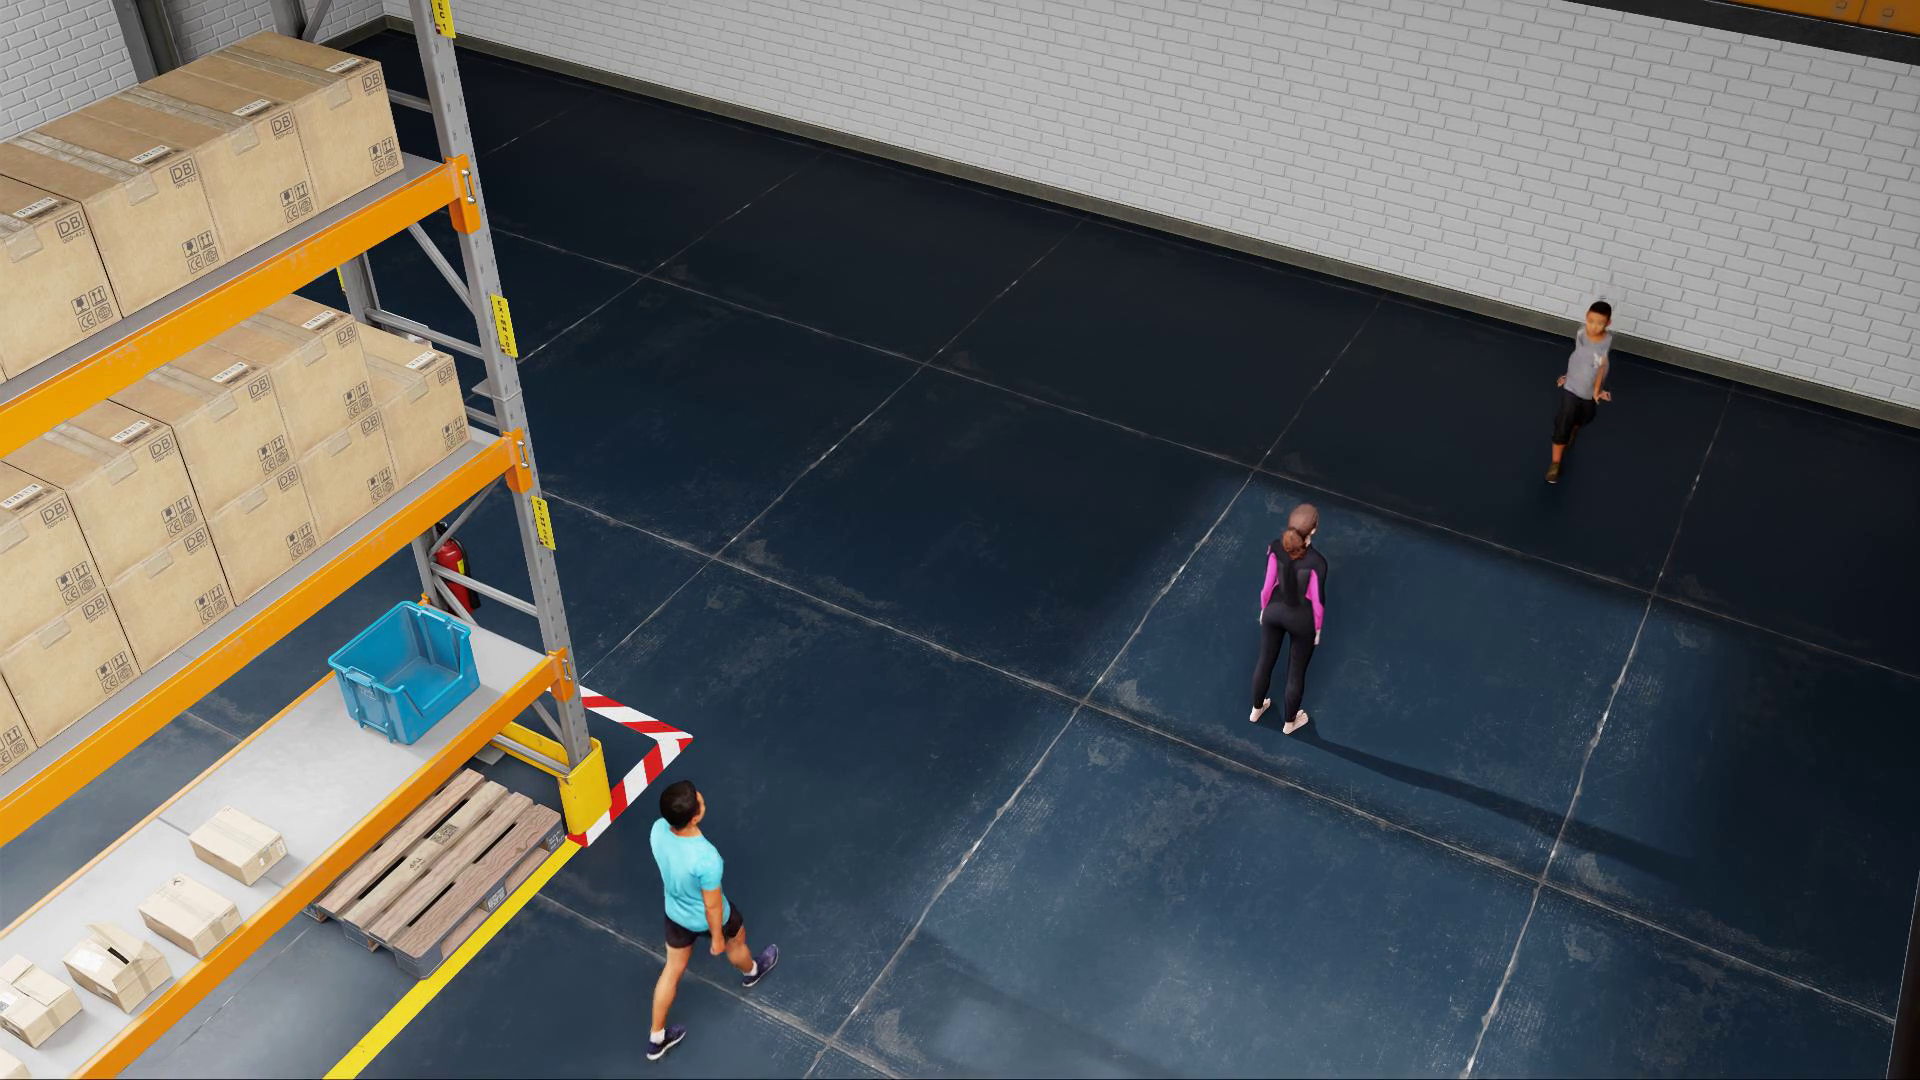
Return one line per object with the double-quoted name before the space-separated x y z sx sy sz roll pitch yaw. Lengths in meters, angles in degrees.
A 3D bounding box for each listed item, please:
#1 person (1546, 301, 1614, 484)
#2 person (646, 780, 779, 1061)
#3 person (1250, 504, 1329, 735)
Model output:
"person" 4.756 -1.234 12.627 0.667 1.431 1.024 13 40 16
"person" -1.407 1.944 8.409 0.729 1.730 1.183 26 45 29
"person" 2.029 0.478 10.225 0.563 1.754 0.588 23 44 26
